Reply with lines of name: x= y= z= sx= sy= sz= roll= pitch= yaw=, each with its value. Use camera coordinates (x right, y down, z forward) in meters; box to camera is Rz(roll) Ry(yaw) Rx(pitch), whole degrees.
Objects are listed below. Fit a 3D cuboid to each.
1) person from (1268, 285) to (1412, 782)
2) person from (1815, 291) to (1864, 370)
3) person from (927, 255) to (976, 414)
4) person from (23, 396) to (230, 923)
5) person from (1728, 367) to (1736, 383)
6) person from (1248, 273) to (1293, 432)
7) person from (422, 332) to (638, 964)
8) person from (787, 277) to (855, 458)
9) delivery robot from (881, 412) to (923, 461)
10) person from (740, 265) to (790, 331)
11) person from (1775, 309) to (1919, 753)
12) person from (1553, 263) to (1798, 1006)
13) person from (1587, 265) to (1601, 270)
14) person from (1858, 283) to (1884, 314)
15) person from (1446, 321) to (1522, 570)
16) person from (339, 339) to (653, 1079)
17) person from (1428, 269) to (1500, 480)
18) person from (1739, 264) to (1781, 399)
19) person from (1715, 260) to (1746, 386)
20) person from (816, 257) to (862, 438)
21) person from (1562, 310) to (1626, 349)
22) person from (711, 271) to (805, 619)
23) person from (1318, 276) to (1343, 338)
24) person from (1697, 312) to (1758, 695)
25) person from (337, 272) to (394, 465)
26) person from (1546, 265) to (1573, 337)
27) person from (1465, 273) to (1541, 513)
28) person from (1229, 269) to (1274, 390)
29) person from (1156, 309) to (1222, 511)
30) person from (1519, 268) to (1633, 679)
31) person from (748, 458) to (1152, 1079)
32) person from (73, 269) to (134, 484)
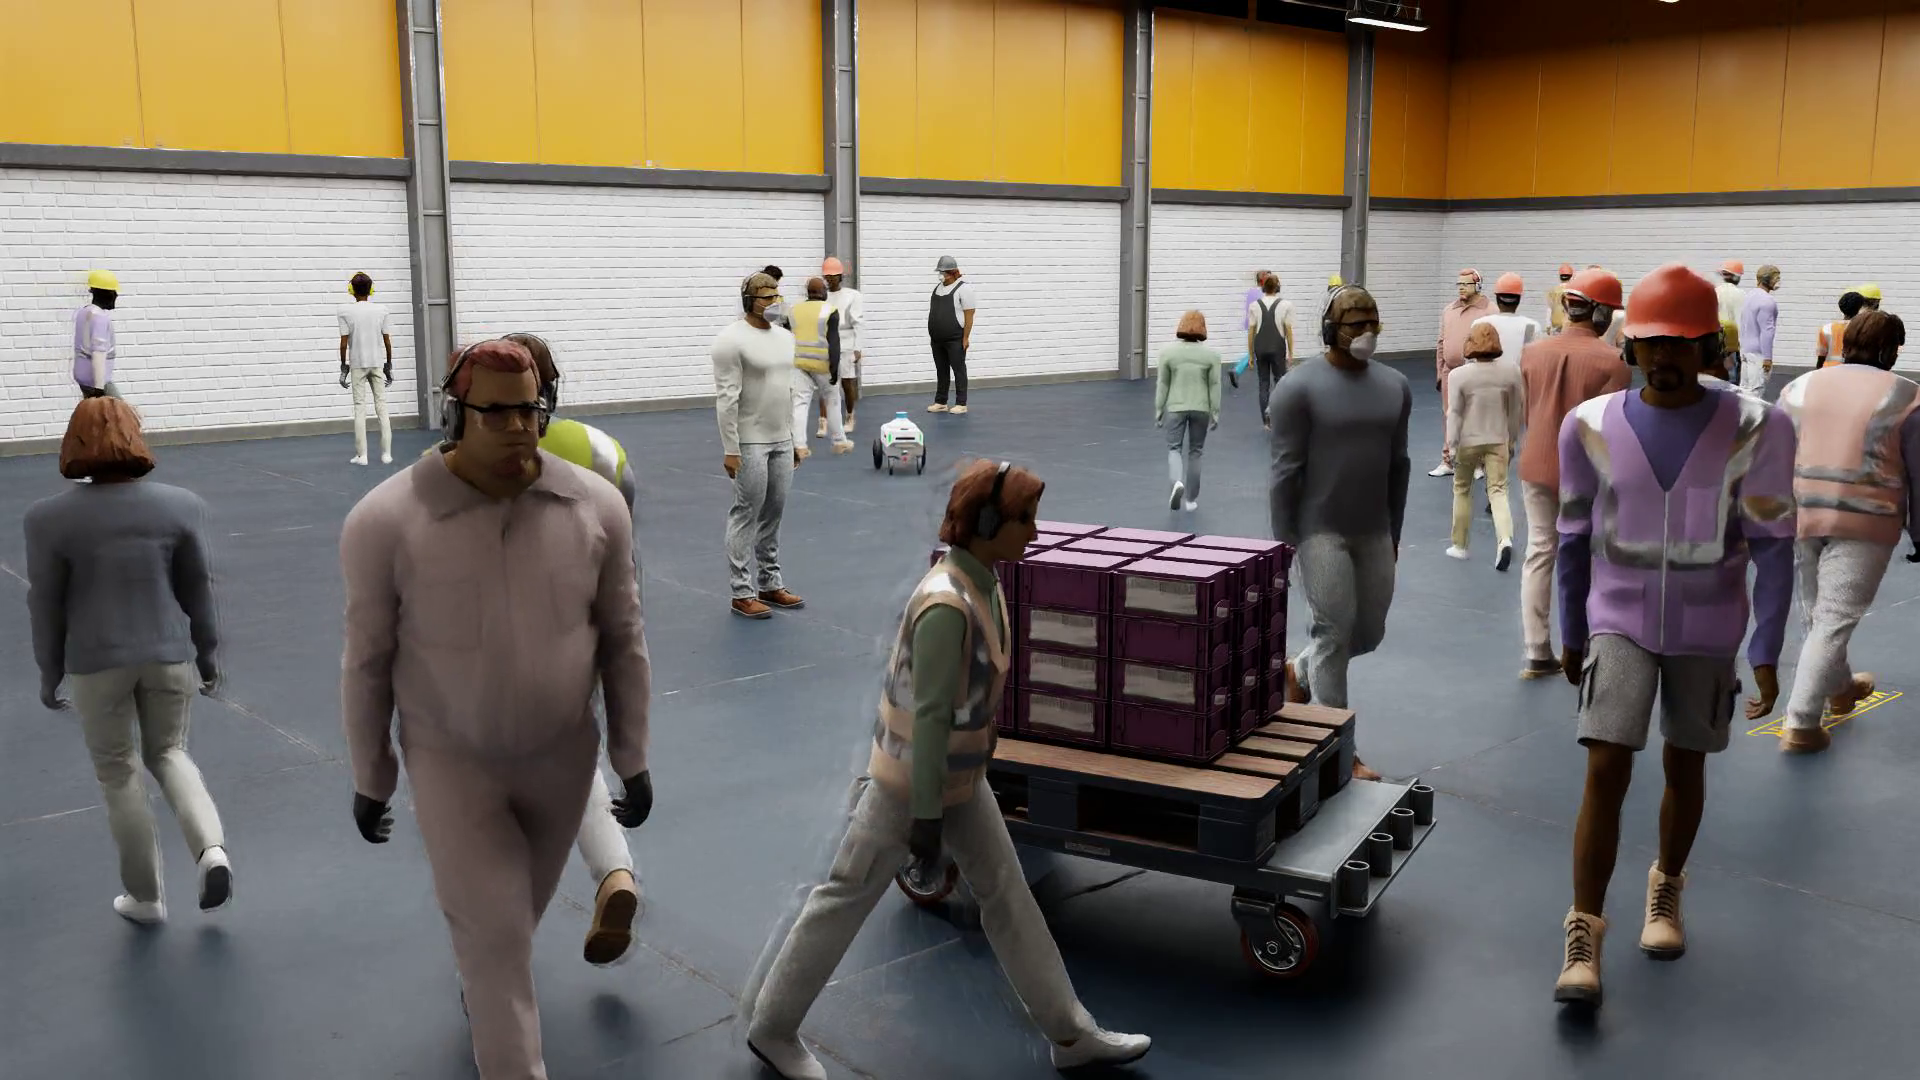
person: x=1.451 y=-0.036 z=6.517 sx=0.633 sy=1.919 sz=0.737 roll=-4 pitch=10 yaw=-22
person: x=8.321 y=-1.485 z=15.649 sx=0.536 sy=1.692 sz=0.317 roll=7 pitch=12 yaw=36
person: x=-0.164 y=-2.646 z=21.431 sx=0.685 sy=2.000 sz=0.535 roll=9 pitch=13 yaw=42
person: x=-2.454 y=0.383 z=4.951 sx=0.430 sy=1.614 sz=0.500 roll=9 pitch=13 yaw=43
person: x=5.569 y=-0.967 z=12.608 sx=0.551 sy=1.685 sz=0.366 roll=3 pitch=10 yaw=17
person: x=3.537 y=-2.130 z=19.006 sx=0.525 sy=1.832 sz=0.522 roll=4 pitch=10 yaw=21
person: x=-1.190 y=0.333 z=4.676 sx=0.642 sy=1.820 sz=0.673 roll=-6 pitch=11 yaw=-32
person: x=-1.419 y=-1.749 z=16.870 sx=0.656 sy=1.798 sz=0.886 roll=5 pitch=11 yaw=27
delivery robot: x=-0.549 y=-0.963 z=15.646 sx=0.477 sy=0.478 sz=0.707 roll=-1 pitch=10 yaw=-8
person: x=-2.472 y=-2.457 z=20.682 sx=0.753 sy=1.920 sz=0.400 roll=-2 pitch=10 yaw=-13
person: x=3.745 y=-0.049 z=6.928 sx=0.969 sy=1.794 sz=0.633 roll=-6 pitch=12 yaw=-33
person: x=1.899 y=0.267 z=4.515 sx=0.621 sy=1.994 sz=1.012 roll=5 pitch=11 yaw=26
person: x=9.693 y=-3.289 z=25.650 sx=0.339 sy=1.883 sz=0.584 roll=7 pitch=12 yaw=35
person: x=9.291 y=-1.797 z=17.332 sx=0.547 sy=1.752 sz=0.529 roll=1 pitch=10 yaw=6
person: x=3.423 y=-0.622 z=10.856 sx=0.499 sy=1.603 sz=0.763 roll=0 pitch=10 yaw=3
person: x=-1.048 y=0.466 z=3.780 sx=0.648 sy=1.861 sz=1.013 roll=-6 pitch=12 yaw=-33
person: x=4.589 y=-1.500 z=15.116 sx=0.408 sy=1.908 sz=0.645 roll=-8 pitch=13 yaw=-39
person: x=8.568 y=-1.987 z=17.874 sx=0.359 sy=1.936 sz=0.632 roll=1 pitch=10 yaw=5
person: x=9.744 y=-2.543 z=21.033 sx=0.880 sy=1.957 sz=0.641 roll=-4 pitch=11 yaw=-24
person: x=-1.392 y=-2.171 z=18.733 sx=0.618 sy=2.012 sz=0.812 roll=1 pitch=10 yaw=8
person: x=5.759 y=-1.478 z=15.074 sx=0.602 sy=1.870 sz=0.977 roll=6 pitch=12 yaw=33
person: x=-1.122 y=-0.538 z=9.387 sx=0.363 sy=1.939 sz=0.636 roll=6 pitch=11 yaw=31
person: x=6.107 y=-3.459 z=27.192 sx=0.909 sy=1.681 sz=0.499 roll=-8 pitch=12 yaw=-38
person: x=3.218 y=-0.116 z=7.403 sx=0.938 sy=1.788 sz=0.602 roll=-9 pitch=13 yaw=-41
person: x=-5.777 y=-1.662 z=16.171 sx=0.514 sy=1.872 sz=0.328 roll=-6 pitch=12 yaw=-33
person: x=10.090 y=-3.645 z=27.777 sx=0.552 sy=1.884 sz=1.022 roll=8 pitch=12 yaw=39
person: x=4.327 y=-1.183 z=13.329 sx=0.547 sy=1.884 sz=0.996 roll=1 pitch=10 yaw=6
person: x=4.458 y=-3.149 z=24.987 sx=0.706 sy=1.826 sz=0.582 roll=-4 pitch=10 yaw=-21
person: x=1.792 y=-1.001 z=13.038 sx=0.511 sy=1.613 sz=0.550 roll=1 pitch=10 yaw=8
person: x=2.995 y=-0.321 z=8.049 sx=0.760 sy=1.955 sz=0.605 roll=-9 pitch=13 yaw=-42
person: x=-0.064 y=0.573 z=4.024 sx=1.013 sy=1.548 sz=0.529 roll=2 pitch=10 yaw=13
person: x=-7.598 y=-1.435 z=14.753 sx=0.556 sy=1.903 sz=0.621 roll=-9 pitch=13 yaw=-42
